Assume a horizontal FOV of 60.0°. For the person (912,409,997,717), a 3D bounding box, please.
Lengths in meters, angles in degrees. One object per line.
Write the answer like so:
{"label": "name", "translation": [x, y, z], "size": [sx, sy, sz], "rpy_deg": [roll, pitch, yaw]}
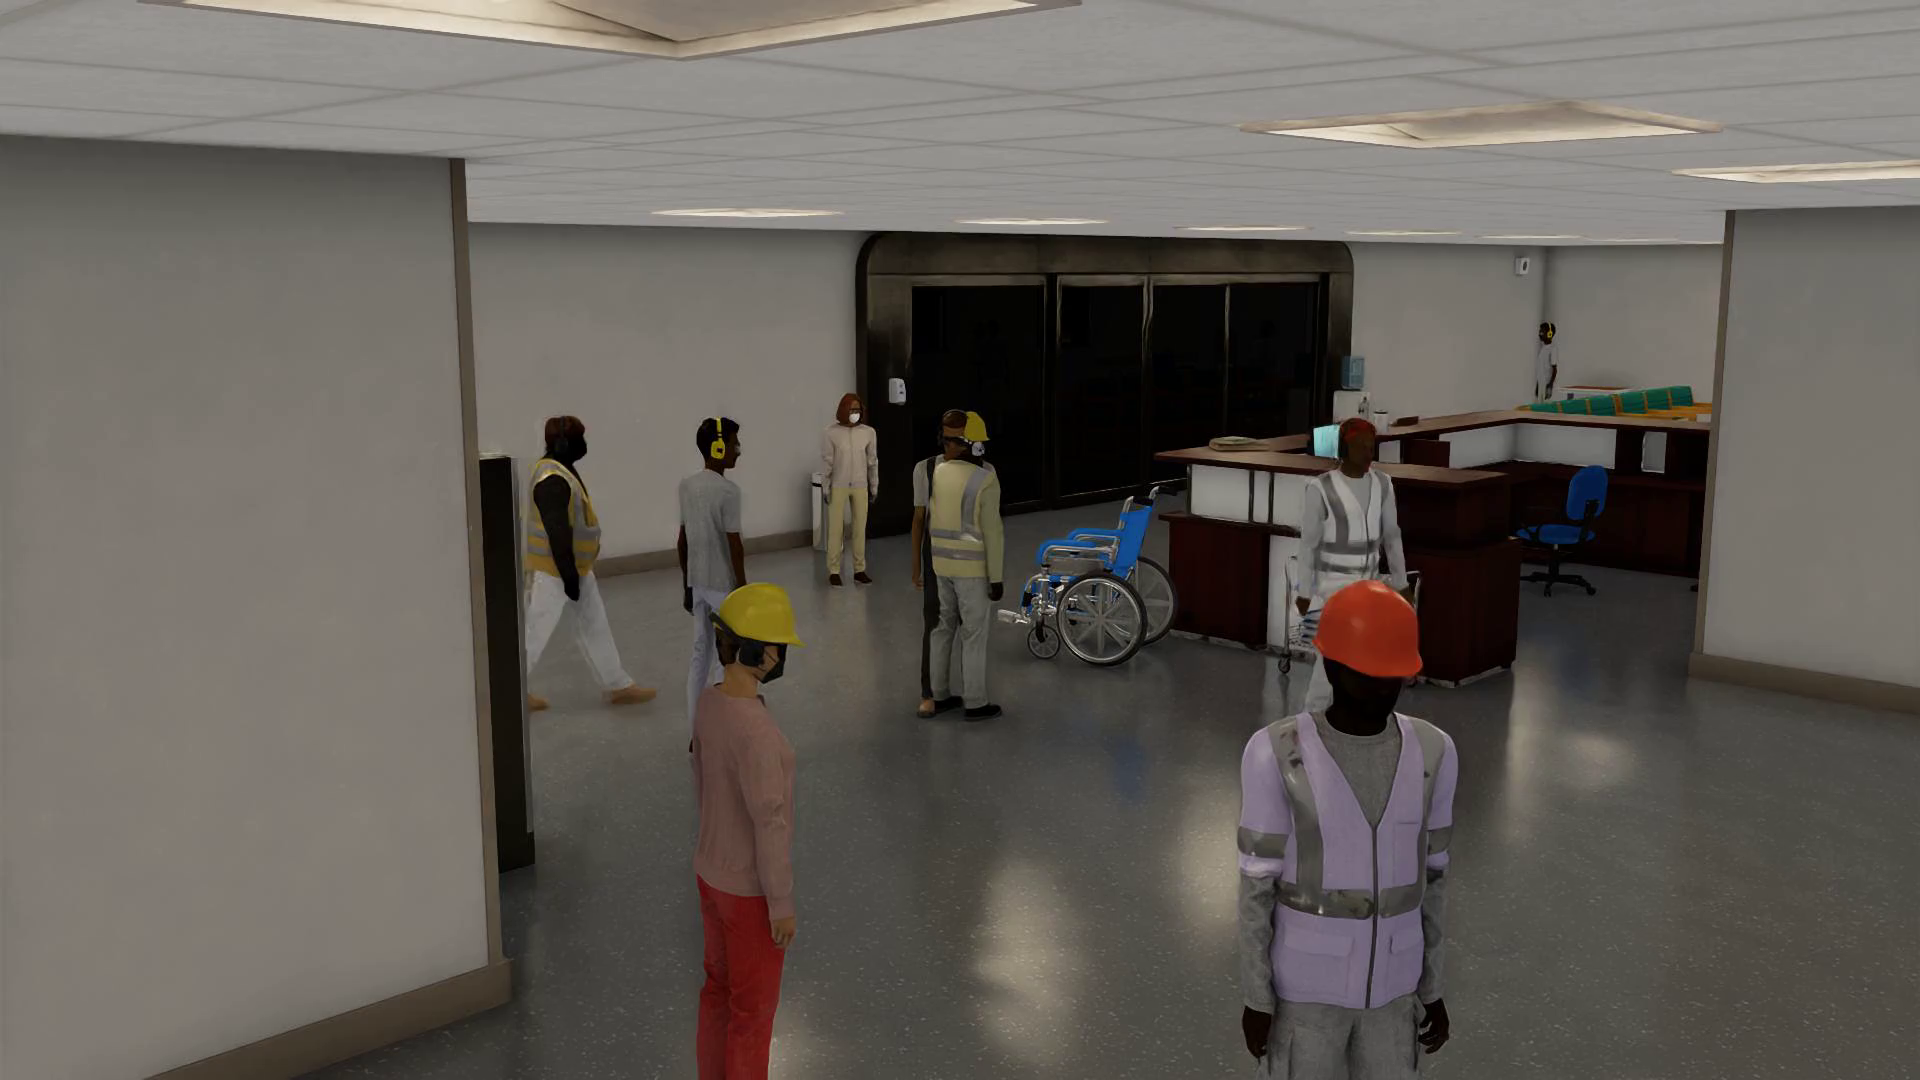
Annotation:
{"label": "person", "translation": [-0.035, 0.141, 9.852], "size": [0.504, 1.840, 0.345], "rpy_deg": [0, 9, 0]}

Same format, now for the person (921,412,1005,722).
{"label": "person", "translation": [0.026, 0.156, 9.830], "size": [0.598, 1.824, 0.403], "rpy_deg": [8, 12, 40]}

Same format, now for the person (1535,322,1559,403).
{"label": "person", "translation": [8.630, -2.274, 24.568], "size": [0.328, 1.872, 0.510], "rpy_deg": [0, 9, -3]}

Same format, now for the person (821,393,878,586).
{"label": "person", "translation": [-0.925, -0.424, 13.993], "size": [0.504, 1.627, 0.285], "rpy_deg": [-4, 10, -23]}

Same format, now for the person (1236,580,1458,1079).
{"label": "person", "translation": [0.934, 1.047, 4.001], "size": [0.544, 1.938, 0.356], "rpy_deg": [-2, 9, -11]}

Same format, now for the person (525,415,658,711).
{"label": "person", "translation": [-2.369, 0.149, 9.979], "size": [0.942, 1.797, 0.652], "rpy_deg": [-1, 9, -4]}

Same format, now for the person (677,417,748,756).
{"label": "person", "translation": [-1.314, 0.270, 8.999], "size": [0.521, 1.864, 0.335], "rpy_deg": [9, 13, 44]}

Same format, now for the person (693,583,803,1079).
{"label": "person", "translation": [-0.606, 0.996, 4.870], "size": [0.327, 1.760, 0.524], "rpy_deg": [-5, 11, -28]}

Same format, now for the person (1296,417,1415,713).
{"label": "person", "translation": [2.215, 0.258, 9.150], "size": [0.578, 1.838, 0.948], "rpy_deg": [-6, 11, -33]}
